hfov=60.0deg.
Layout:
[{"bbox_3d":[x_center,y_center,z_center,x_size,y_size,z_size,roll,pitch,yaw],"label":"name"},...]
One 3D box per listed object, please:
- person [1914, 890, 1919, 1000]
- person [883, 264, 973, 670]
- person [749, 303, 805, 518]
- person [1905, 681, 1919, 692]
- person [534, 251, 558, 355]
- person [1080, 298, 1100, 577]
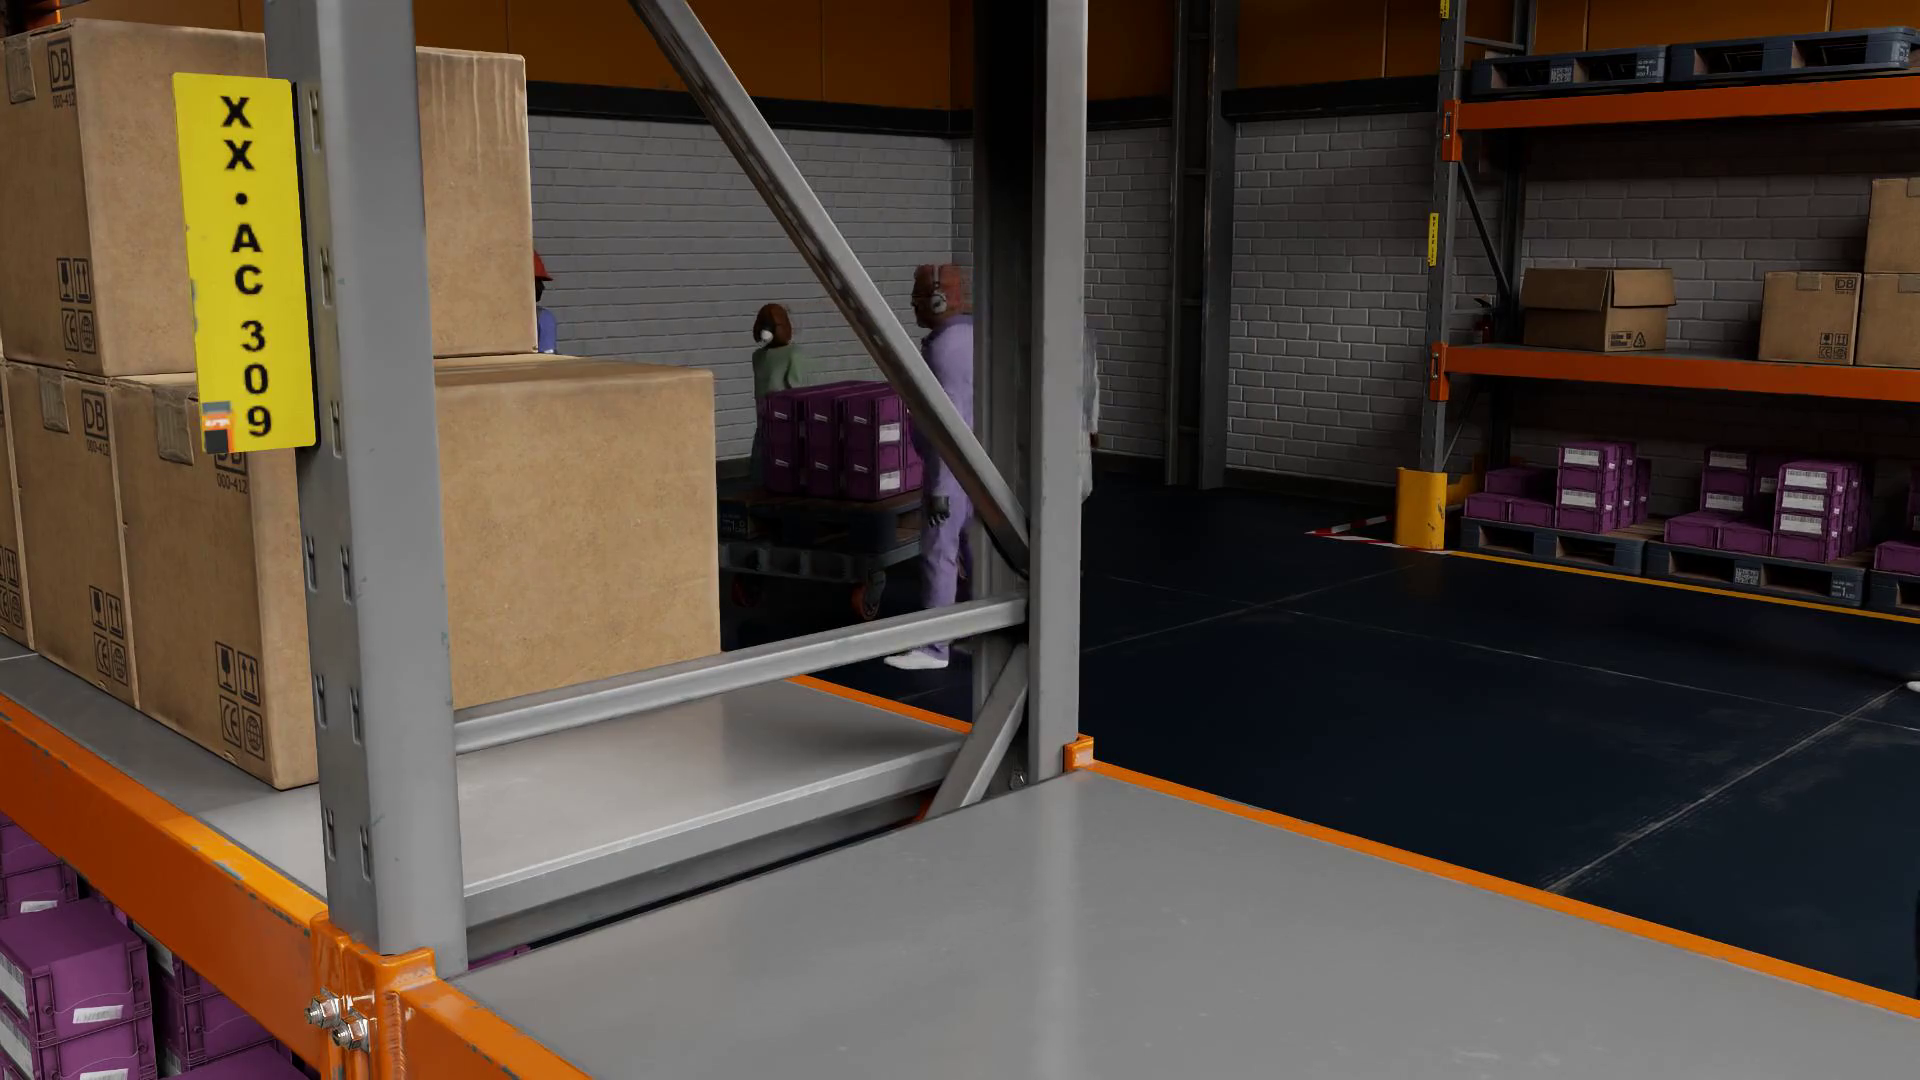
[{"bbox_3d":[2.536,0.362,3.848,0.632,1.938,0.359,-2,11,-12],"label":"person"},{"bbox_3d":[-0.063,-0.328,7.790,0.588,1.886,0.663,3,11,15],"label":"person"},{"bbox_3d":[-1.121,-0.718,10.664,0.504,1.603,0.767,10,14,43],"label":"person"},{"bbox_3d":[4.325,-0.223,7.099,0.397,1.918,0.588,3,11,15],"label":"person"},{"bbox_3d":[-2.682,-0.820,10.306,0.547,1.934,0.376,5,11,24],"label":"person"},{"bbox_3d":[0.551,-0.694,9.934,0.608,1.818,0.556,-8,13,-36],"label":"person"}]
